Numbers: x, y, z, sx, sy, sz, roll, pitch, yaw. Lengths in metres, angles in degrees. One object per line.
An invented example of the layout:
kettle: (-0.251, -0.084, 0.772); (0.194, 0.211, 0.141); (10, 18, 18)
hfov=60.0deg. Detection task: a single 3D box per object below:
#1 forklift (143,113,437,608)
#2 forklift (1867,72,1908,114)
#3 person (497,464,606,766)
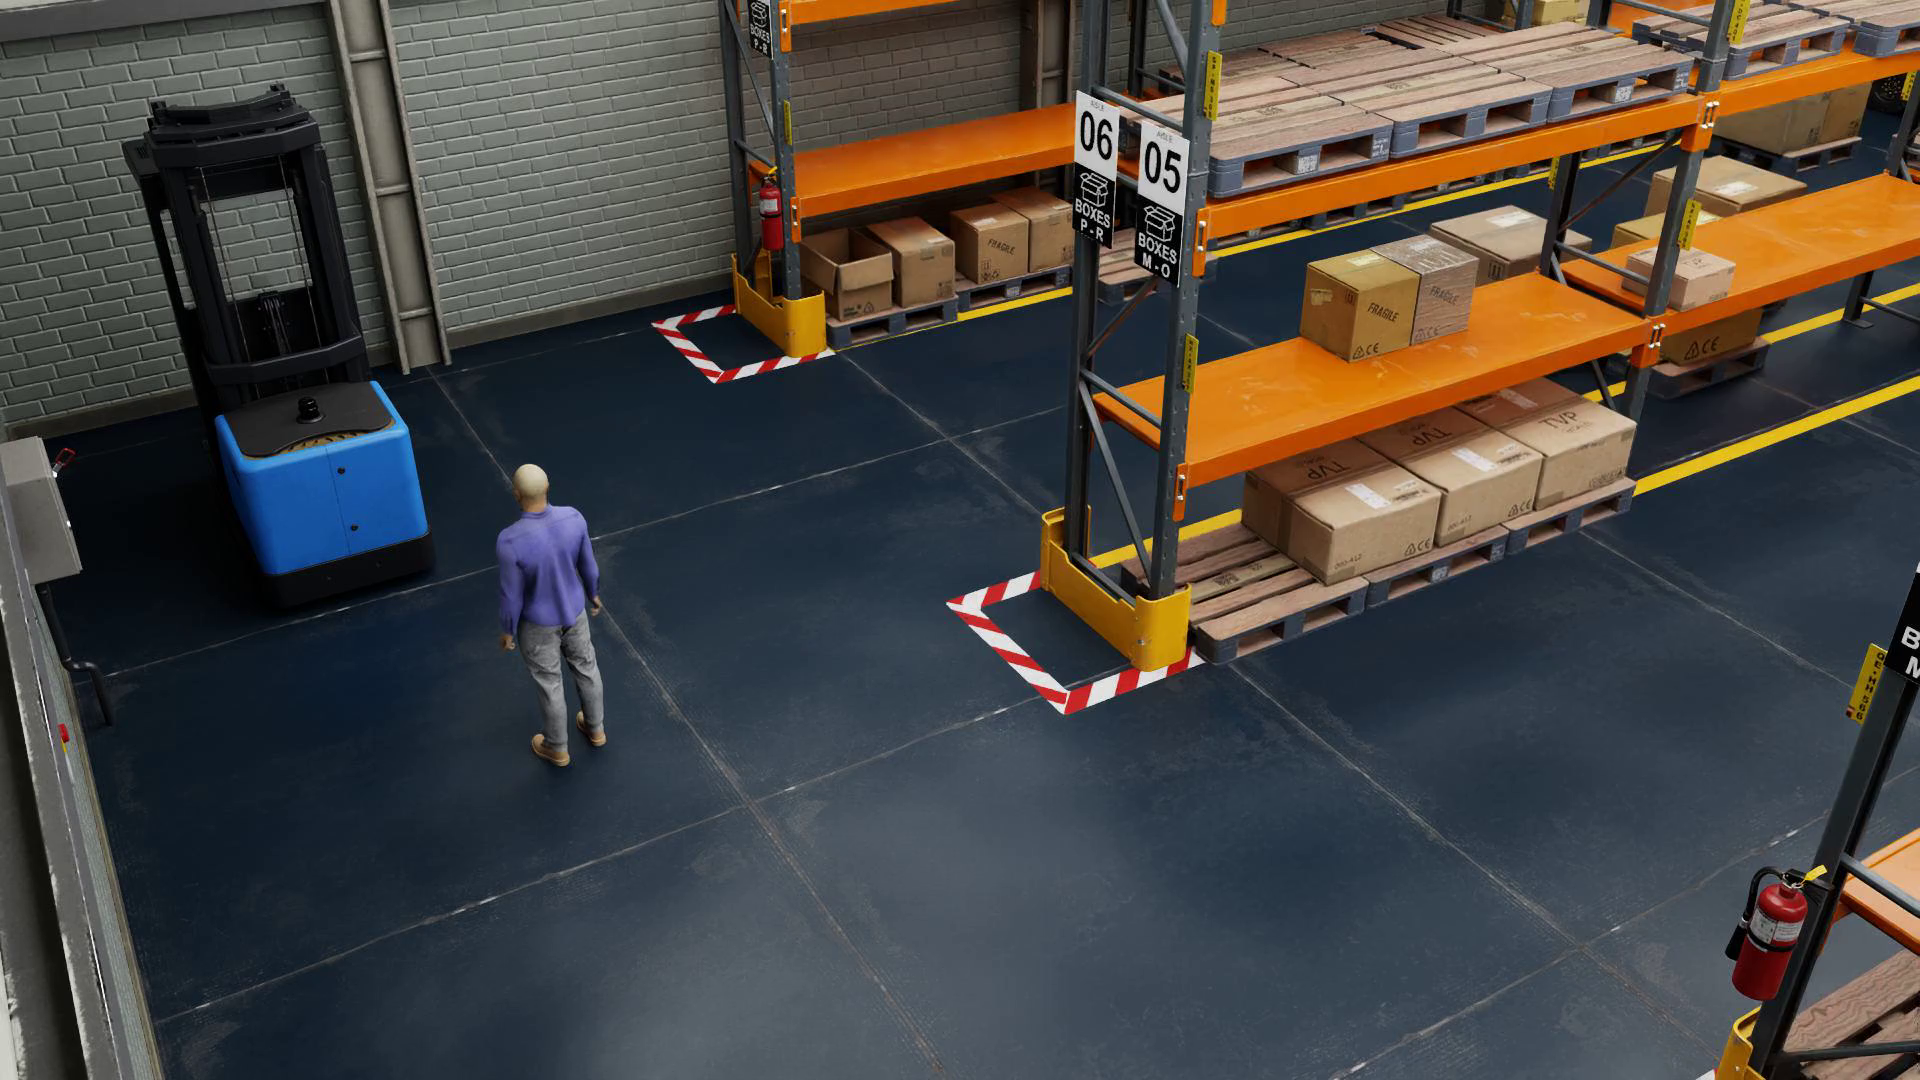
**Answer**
forklift: (-4.289, -1.259, 10.509); (1.129, 2.768, 1.873); (-17, 36, -26)
forklift: (11.468, -5.645, 18.244); (1.214, 2.155, 2.313); (-17, 36, -26)
person: (-2.155, 0.404, 8.833); (0.602, 1.798, 0.389); (-26, 40, -35)
